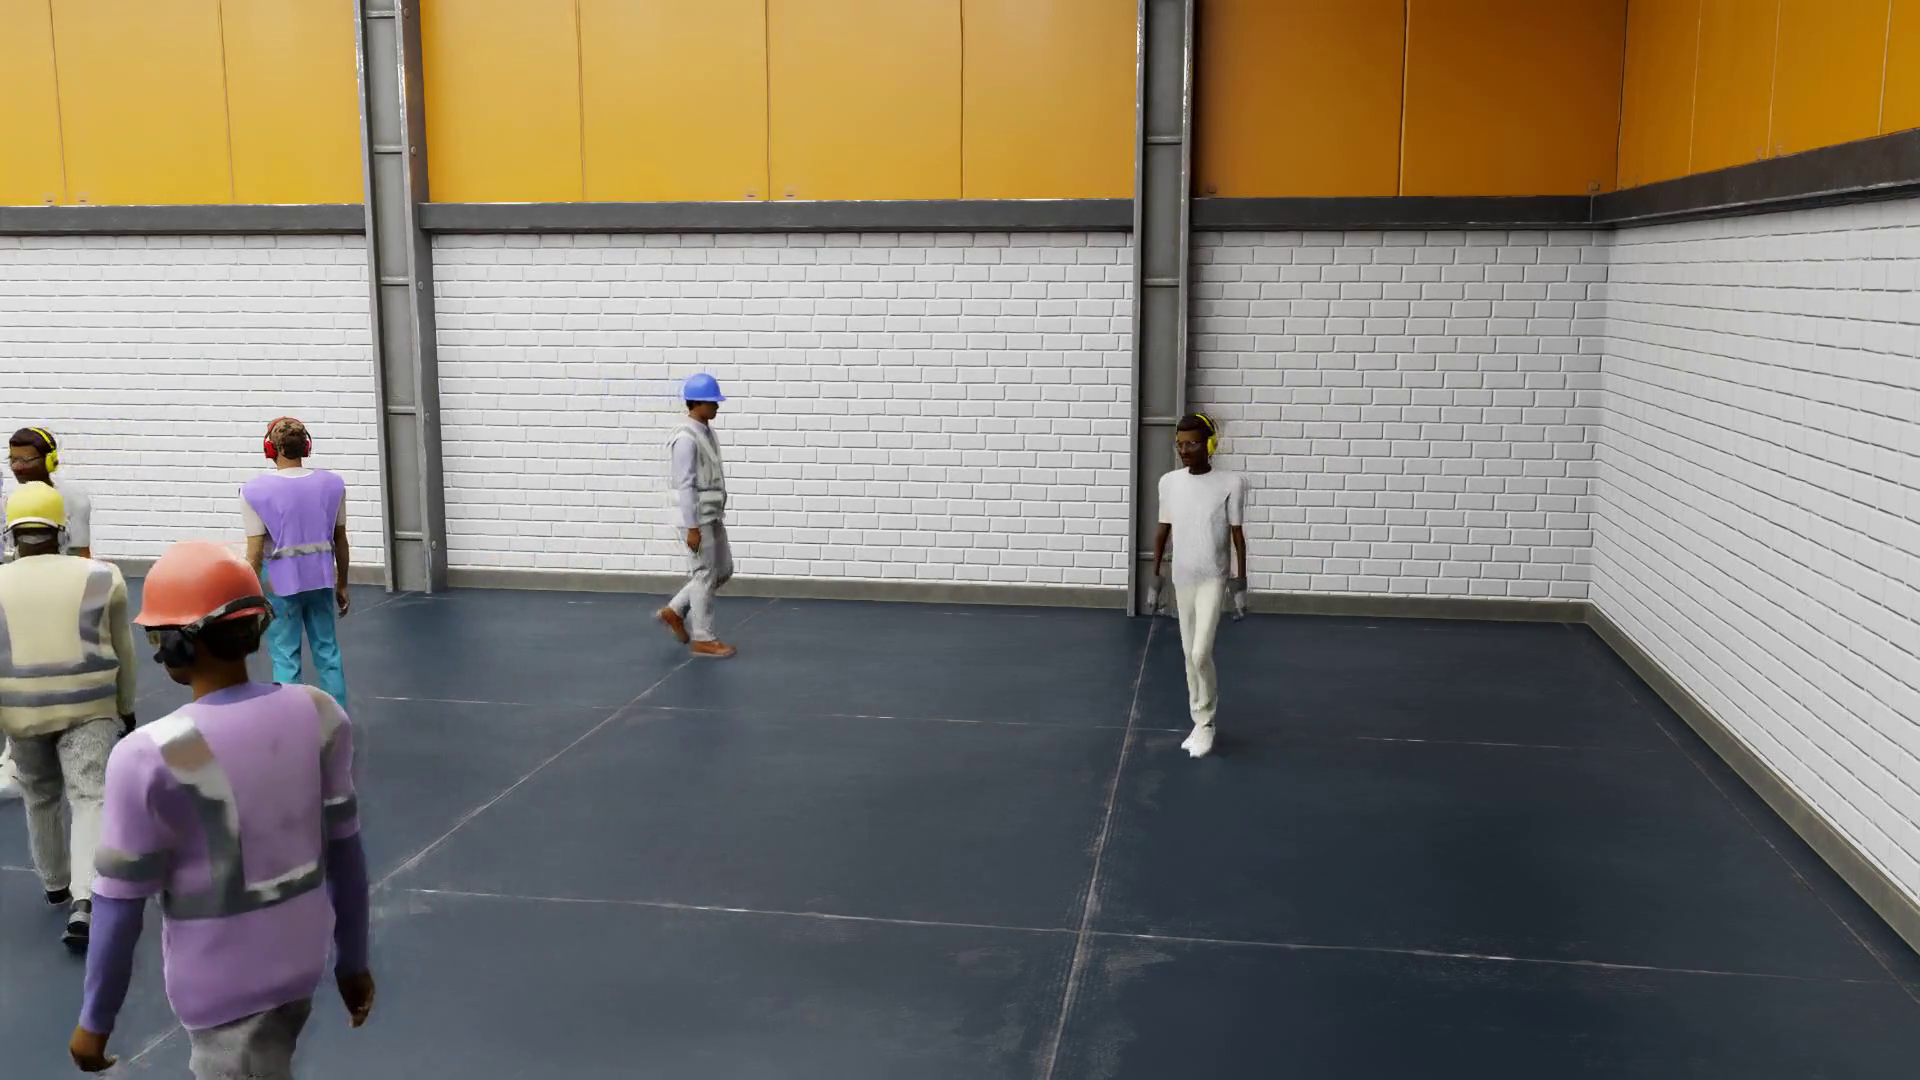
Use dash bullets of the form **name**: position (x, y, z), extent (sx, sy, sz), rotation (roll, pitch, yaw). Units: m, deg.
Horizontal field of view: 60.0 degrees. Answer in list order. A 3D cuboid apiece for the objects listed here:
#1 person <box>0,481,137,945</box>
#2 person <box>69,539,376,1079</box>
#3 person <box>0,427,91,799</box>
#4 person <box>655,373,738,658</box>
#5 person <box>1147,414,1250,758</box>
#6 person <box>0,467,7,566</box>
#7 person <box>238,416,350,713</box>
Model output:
- **person**: position (-3.533, 0.670, 6.500), extent (0.592, 1.796, 0.897), rotation (-4, 10, -23)
- **person**: position (-1.767, 0.993, 3.893), extent (1.040, 1.988, 0.617), rotation (4, 10, 21)
- **person**: position (-4.539, 0.370, 8.199), extent (0.556, 1.825, 0.920), rotation (2, 9, 10)
- **person**: position (-1.778, -0.159, 11.166), extent (0.501, 1.927, 0.629), rotation (1, 9, 8)
- **person**: position (1.256, 0.246, 8.908), extent (0.552, 1.847, 0.591), rotation (6, 11, 34)
- **person**: position (-6.113, 0.085, 10.062), extent (0.656, 1.802, 0.458), rotation (-3, 10, -17)
- **person**: position (-3.476, 0.275, 8.750), extent (0.375, 1.843, 0.574), rotation (8, 12, 41)
